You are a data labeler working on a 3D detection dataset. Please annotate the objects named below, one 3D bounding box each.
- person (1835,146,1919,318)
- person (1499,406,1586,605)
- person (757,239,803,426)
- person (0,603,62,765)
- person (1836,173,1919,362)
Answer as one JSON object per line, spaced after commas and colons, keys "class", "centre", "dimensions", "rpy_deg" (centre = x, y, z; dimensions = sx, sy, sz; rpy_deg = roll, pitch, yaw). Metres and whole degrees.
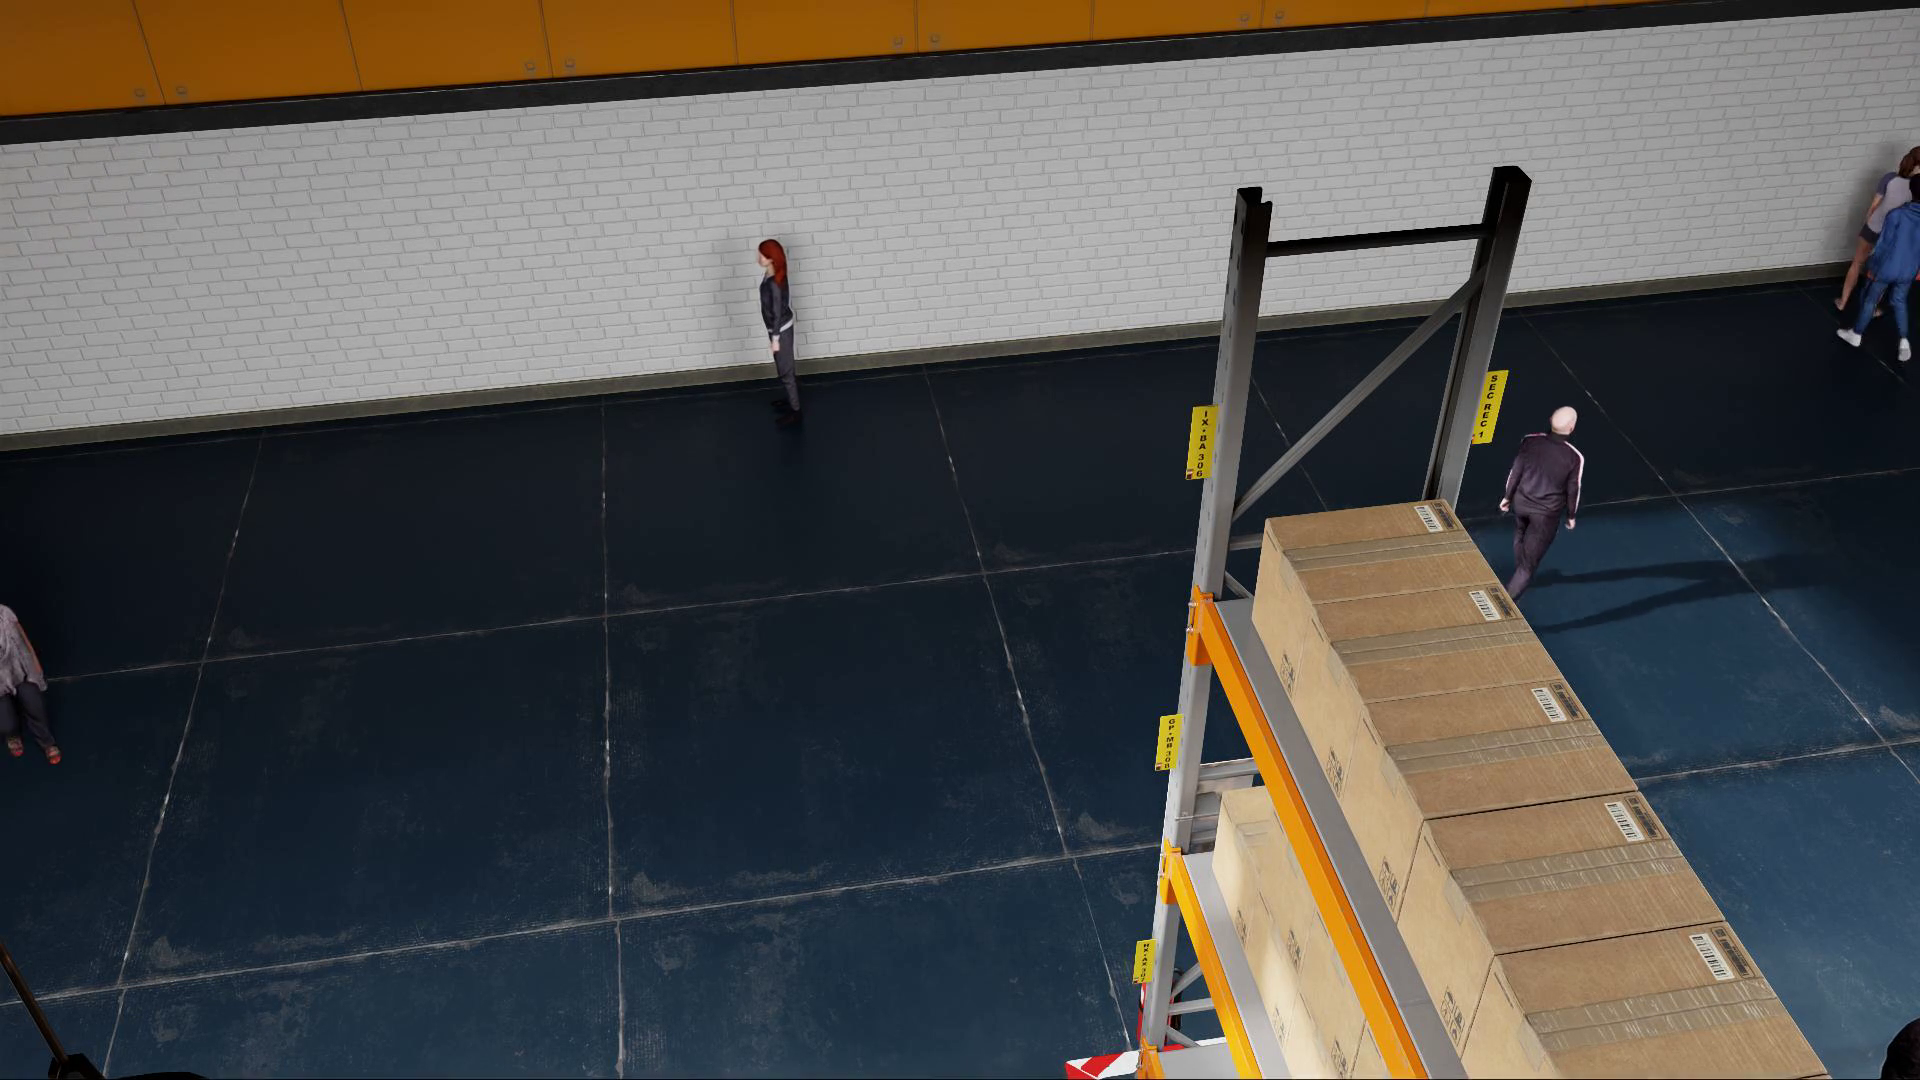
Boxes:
{"class": "person", "centre": [8.909, -2.970, 16.011], "dimensions": [0.670, 1.756, 0.735], "rpy_deg": [22, 43, 25]}
{"class": "person", "centre": [4.275, -0.149, 12.450], "dimensions": [1.260, 1.793, 1.239], "rpy_deg": [30, 48, 32]}
{"class": "person", "centre": [-1.581, -1.835, 14.577], "dimensions": [0.624, 1.773, 0.431], "rpy_deg": [-7, 39, -8]}
{"class": "person", "centre": [-6.534, 0.865, 11.338], "dimensions": [0.789, 1.596, 0.853], "rpy_deg": [-28, 47, -31]}
{"class": "person", "centre": [8.739, -2.510, 15.412], "dimensions": [0.770, 1.786, 0.983], "rpy_deg": [0, 39, 0]}
